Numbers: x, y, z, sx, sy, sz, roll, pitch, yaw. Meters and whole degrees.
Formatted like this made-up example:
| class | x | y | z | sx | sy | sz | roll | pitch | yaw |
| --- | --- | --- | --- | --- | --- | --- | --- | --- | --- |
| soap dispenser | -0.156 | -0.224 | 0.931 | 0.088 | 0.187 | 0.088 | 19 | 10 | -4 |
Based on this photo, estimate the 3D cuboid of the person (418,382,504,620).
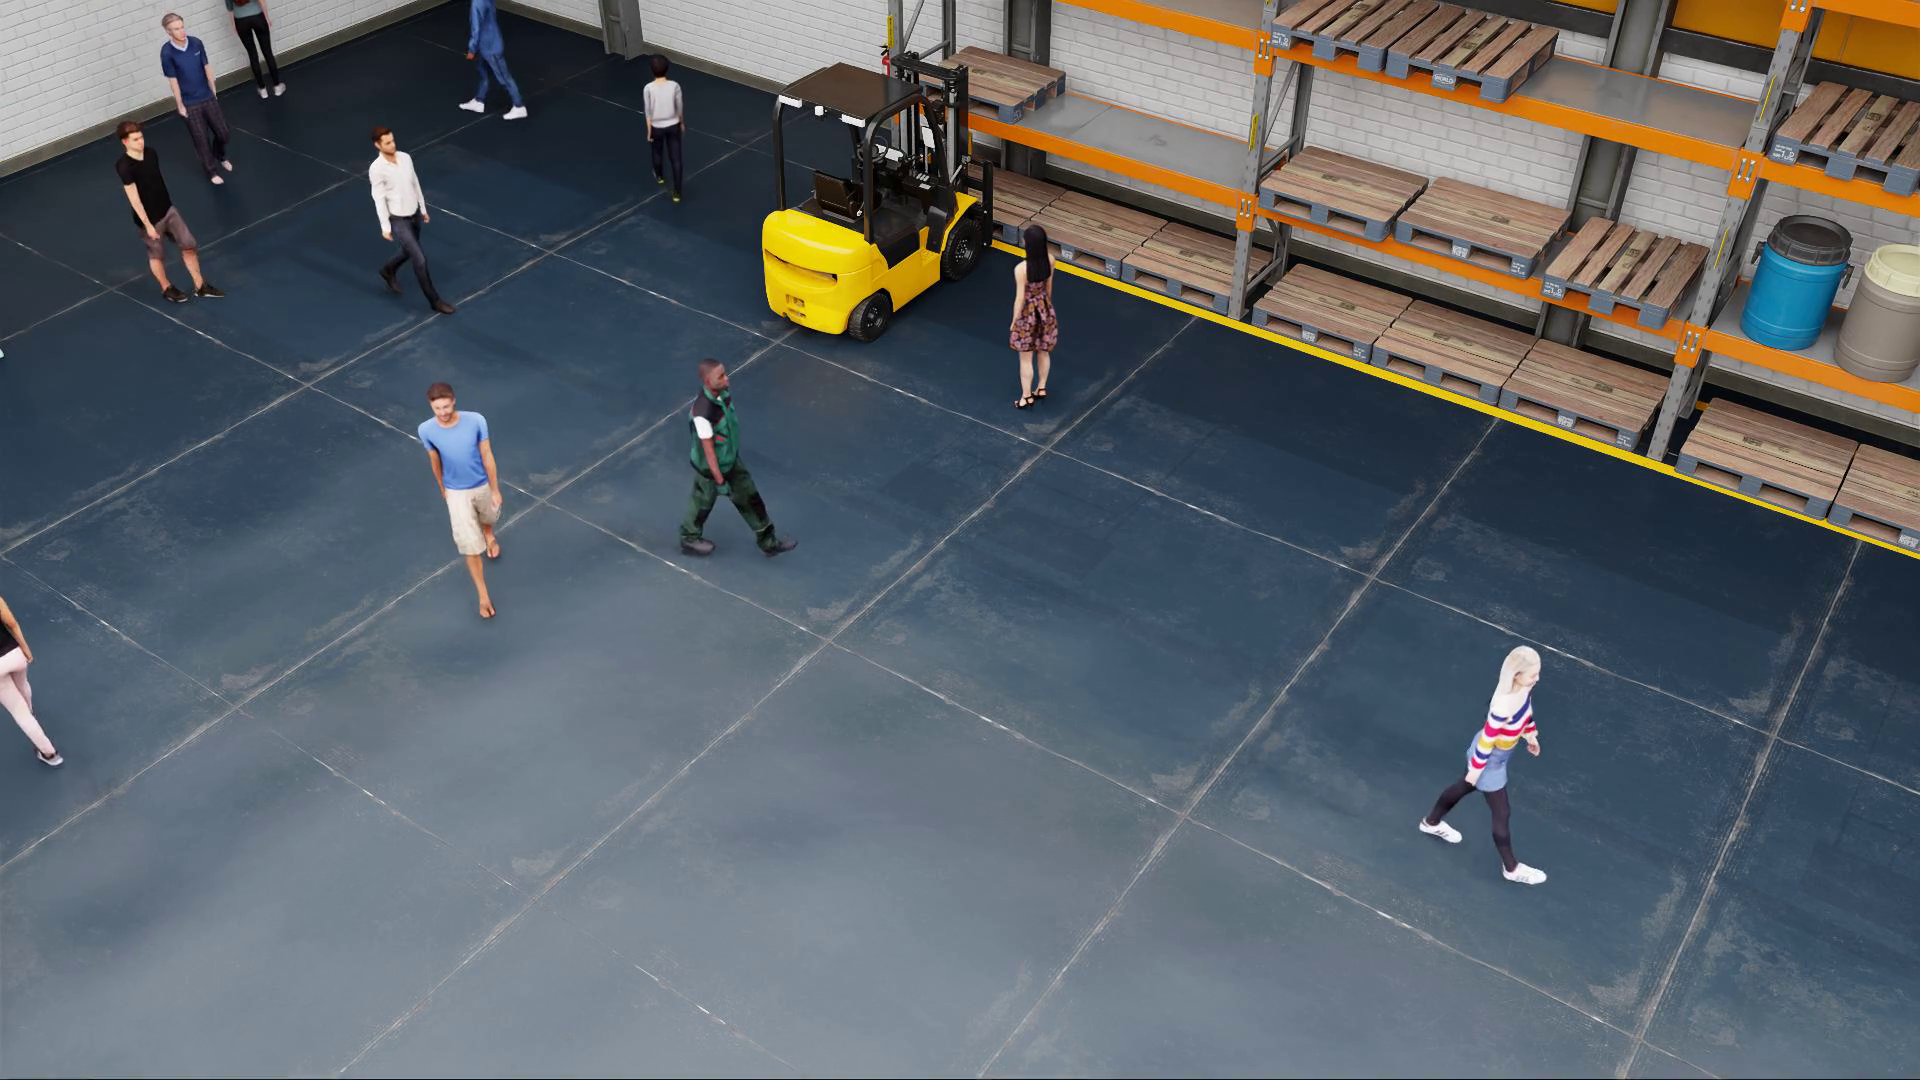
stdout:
| class | x | y | z | sx | sy | sz | roll | pitch | yaw |
| --- | --- | --- | --- | --- | --- | --- | --- | --- | --- |
| person | -3.654 | -0.447 | 12.372 | 1.097 | 1.812 | 1.332 | -14 | 41 | -17 |

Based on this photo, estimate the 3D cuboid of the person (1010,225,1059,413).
| class | x | y | z | sx | sy | sz | roll | pitch | yaw |
| --- | --- | --- | --- | --- | --- | --- | --- | --- | --- |
| person | 0.619 | -1.897 | 14.217 | 0.739 | 1.775 | 0.757 | -27 | 46 | -30 |

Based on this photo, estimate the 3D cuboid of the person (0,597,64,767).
| class | x | y | z | sx | sy | sz | roll | pitch | yaw |
| --- | --- | --- | --- | --- | --- | --- | --- | --- | --- |
| person | -6.284 | 0.863 | 10.969 | 0.990 | 1.515 | 0.506 | 23 | 44 | 26 |

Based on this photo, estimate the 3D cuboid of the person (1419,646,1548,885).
| class | x | y | z | sx | sy | sz | roll | pitch | yaw |
| --- | --- | --- | --- | --- | --- | --- | --- | --- | --- |
| person | 3.186 | 1.291 | 10.233 | 1.071 | 1.766 | 0.699 | 20 | 43 | 23 |

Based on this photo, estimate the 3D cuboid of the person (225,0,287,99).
| class | x | y | z | sx | sy | sz | roll | pitch | yaw |
| --- | --- | --- | --- | --- | --- | --- | --- | --- | --- |
| person | -8.288 | -6.040 | 19.431 | 0.669 | 1.742 | 0.700 | -12 | 40 | -15 |

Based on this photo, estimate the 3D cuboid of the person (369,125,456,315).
| class | x | y | z | sx | sy | sz | roll | pitch | yaw |
| --- | --- | --- | --- | --- | --- | --- | --- | --- | --- |
| person | -5.264 | -3.010 | 15.558 | 1.201 | 1.840 | 0.823 | 16 | 41 | 19 |

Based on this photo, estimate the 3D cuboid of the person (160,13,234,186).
| class | x | y | z | sx | sy | sz | roll | pitch | yaw |
| --- | --- | --- | --- | --- | --- | --- | --- | --- | --- |
| person | -8.165 | -4.696 | 17.654 | 0.740 | 1.860 | 0.722 | 31 | 48 | 33 |

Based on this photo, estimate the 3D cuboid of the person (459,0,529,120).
| class | x | y | z | sx | sy | sz | roll | pitch | yaw |
| --- | --- | --- | --- | --- | --- | --- | --- | --- | --- |
| person | -5.252 | -5.634 | 18.892 | 1.160 | 1.780 | 1.069 | -4 | 39 | -5 |

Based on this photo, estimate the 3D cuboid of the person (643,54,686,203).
| class | x | y | z | sx | sy | sz | roll | pitch | yaw |
| --- | --- | --- | --- | --- | --- | --- | --- | --- | --- |
| person | -3.073 | -4.275 | 17.394 | 0.906 | 1.527 | 1.010 | -11 | 40 | -13 |

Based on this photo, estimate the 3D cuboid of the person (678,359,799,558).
| class | x | y | z | sx | sy | sz | roll | pitch | yaw |
| --- | --- | --- | --- | --- | --- | --- | --- | --- | --- |
| person | -1.915 | -0.572 | 12.556 | 1.297 | 1.779 | 1.008 | 9 | 39 | 11 |

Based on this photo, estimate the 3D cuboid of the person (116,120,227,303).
| class | x | y | z | sx | sy | sz | roll | pitch | yaw |
| --- | --- | --- | --- | --- | --- | --- | --- | --- | --- |
| person | -7.644 | -3.071 | 15.635 | 0.947 | 1.841 | 0.780 | 16 | 41 | 19 |
